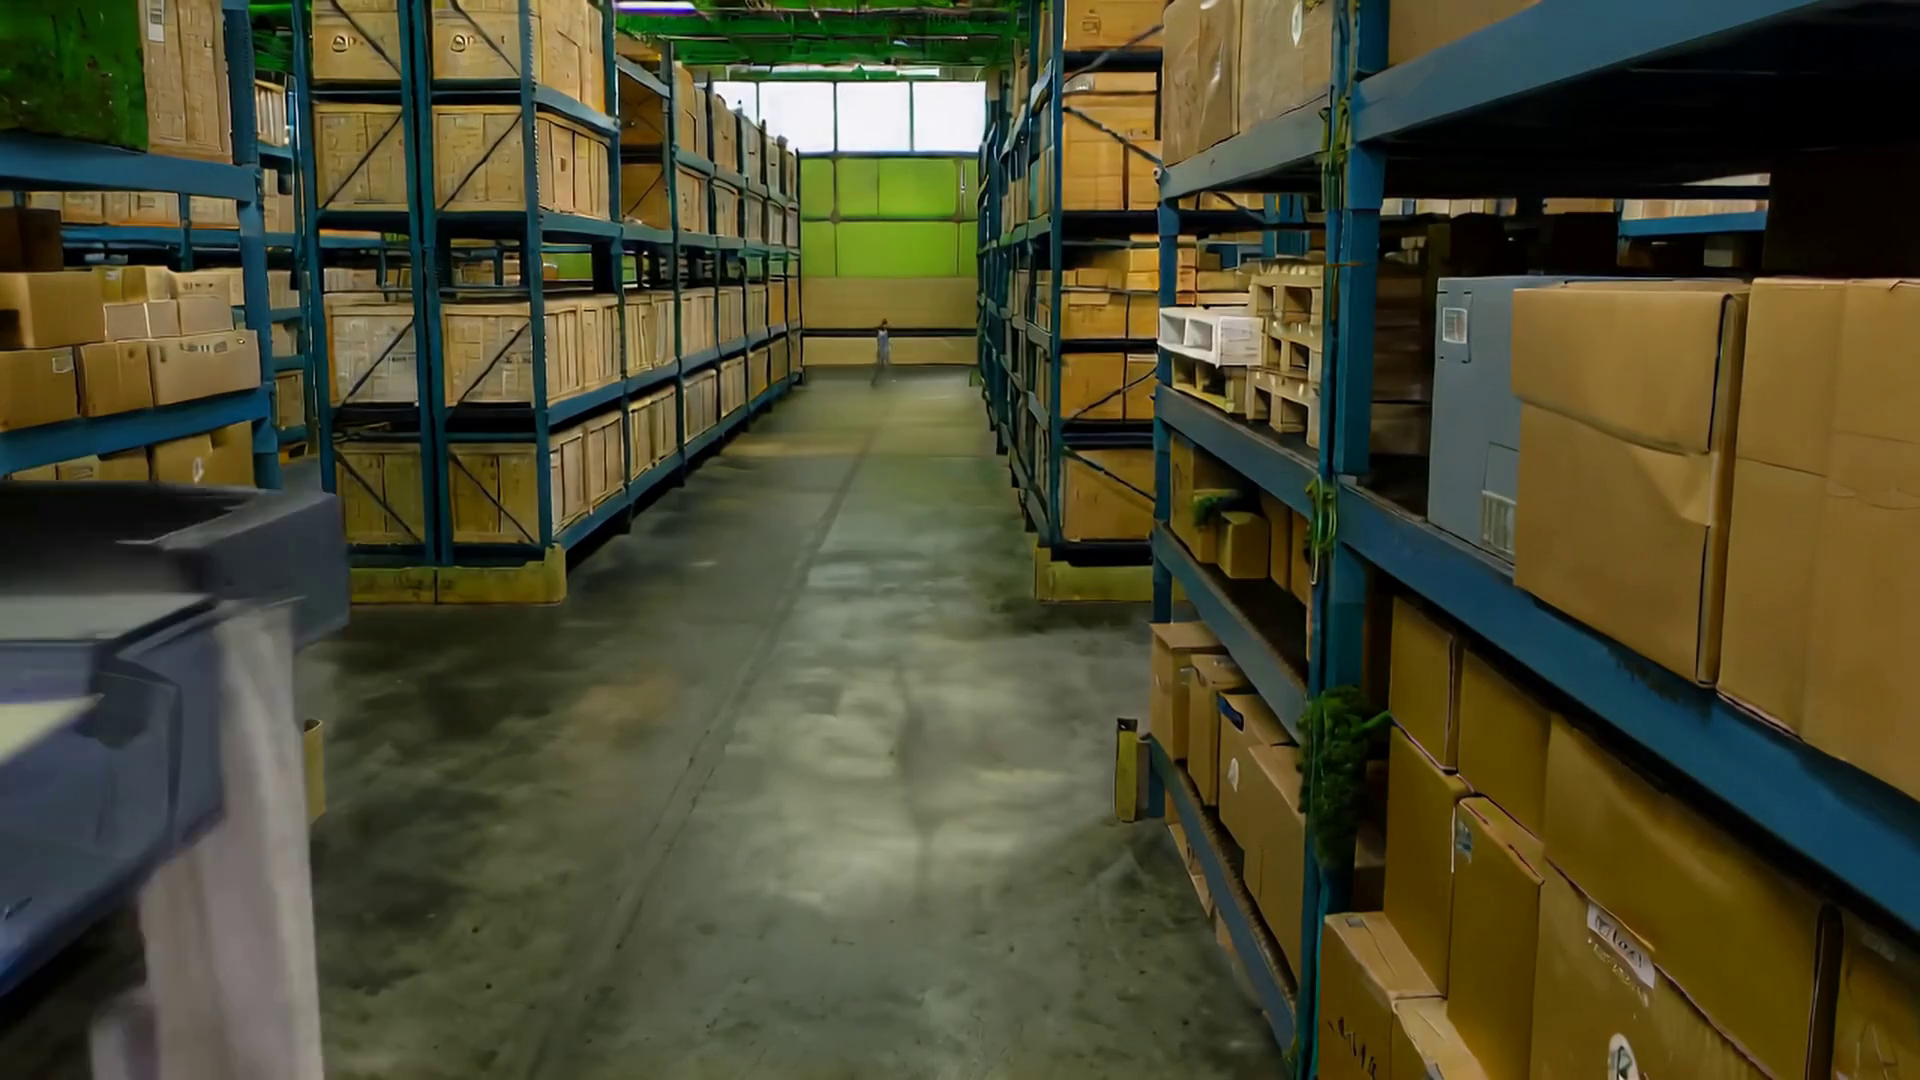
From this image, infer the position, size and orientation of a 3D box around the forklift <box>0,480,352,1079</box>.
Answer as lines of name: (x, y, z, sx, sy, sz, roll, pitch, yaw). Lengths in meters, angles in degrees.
forklift: (-1.043, 1.338, 1.650, 1.129, 2.768, 1.873, 0, 9, -1)

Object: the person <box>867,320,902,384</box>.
person: (-2.030, -4.966, 43.929, 0.924, 1.689, 0.507, 0, 9, 2)
